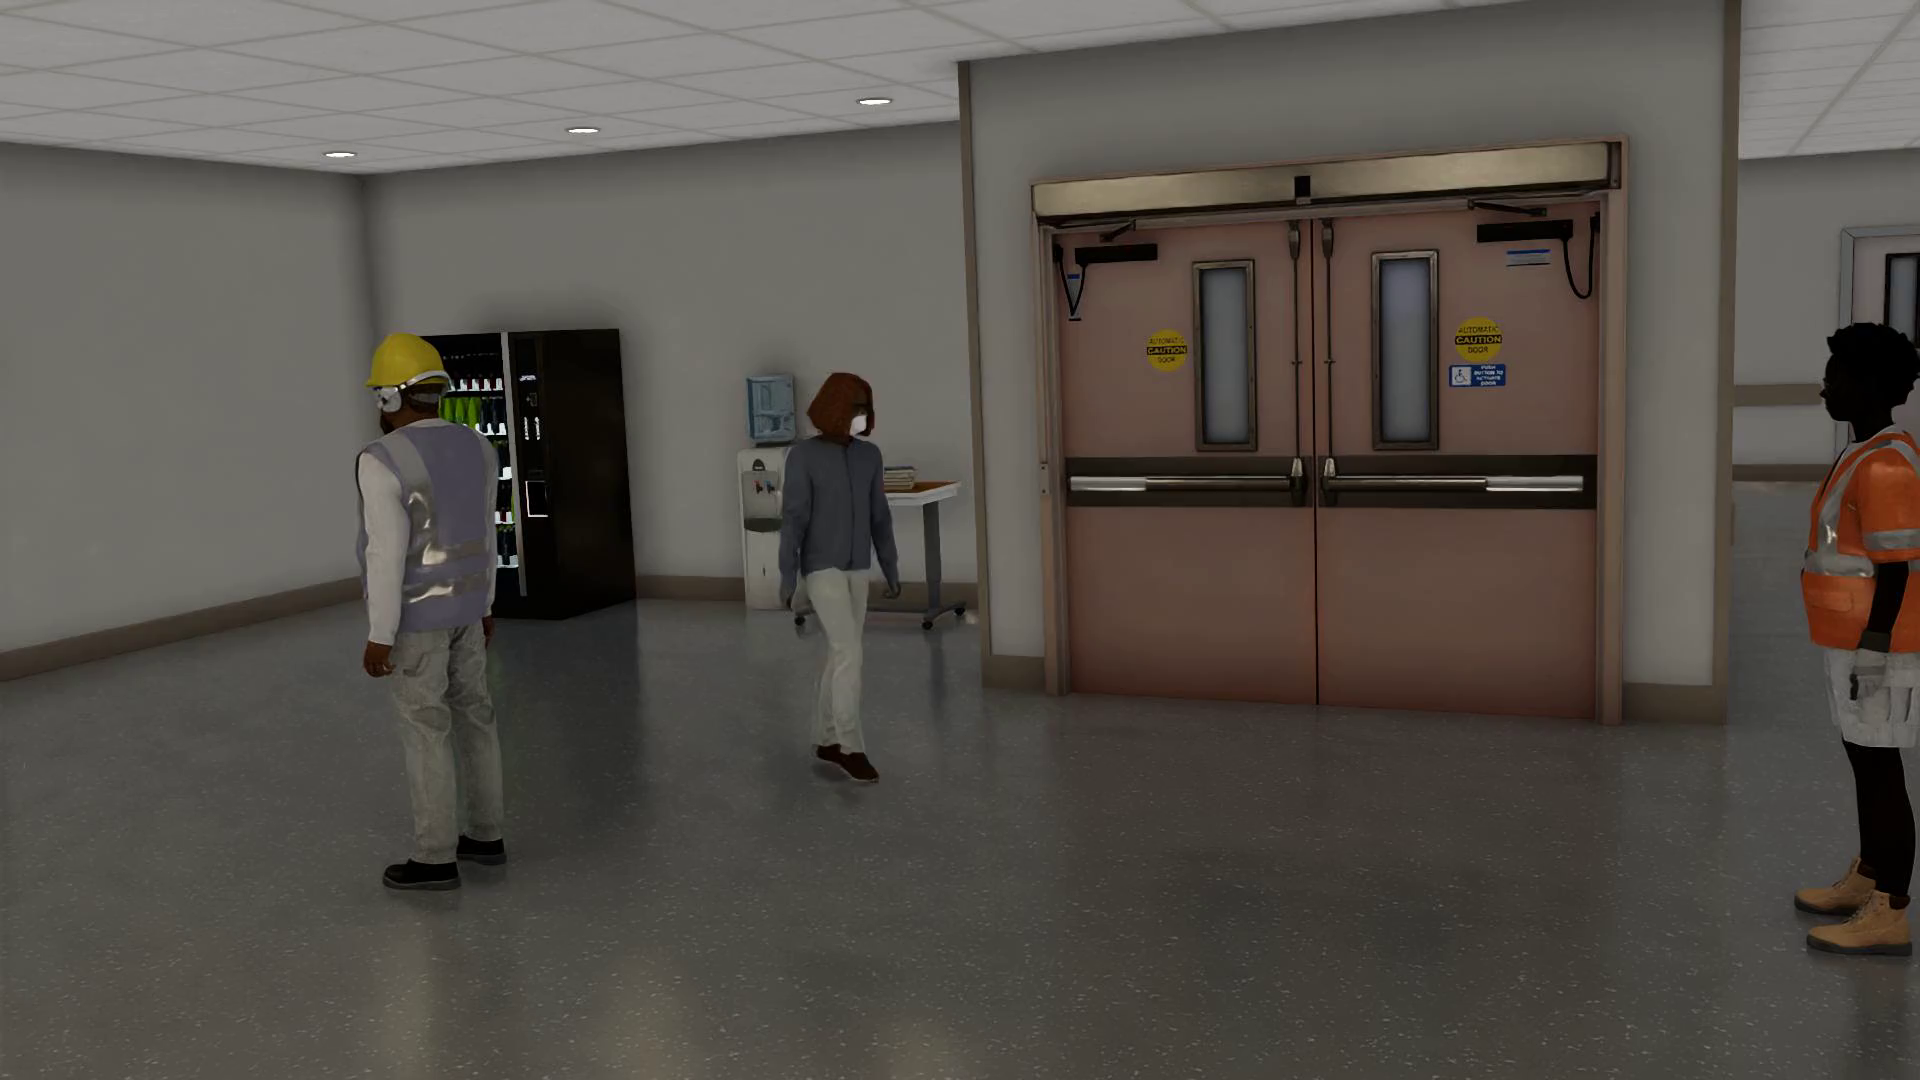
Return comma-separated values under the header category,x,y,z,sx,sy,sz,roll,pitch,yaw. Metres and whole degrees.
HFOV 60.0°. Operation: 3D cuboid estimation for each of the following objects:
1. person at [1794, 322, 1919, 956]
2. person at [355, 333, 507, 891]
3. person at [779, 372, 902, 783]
category,x,y,z,sx,sy,sz,roll,pitch,yaw
person,2.449,0.264,4.505,0.315,1.696,0.541,1,8,22
person,-1.764,0.234,5.514,0.404,1.831,0.601,1,8,22
person,-0.420,0.146,6.595,0.633,1.607,0.525,4,10,42
